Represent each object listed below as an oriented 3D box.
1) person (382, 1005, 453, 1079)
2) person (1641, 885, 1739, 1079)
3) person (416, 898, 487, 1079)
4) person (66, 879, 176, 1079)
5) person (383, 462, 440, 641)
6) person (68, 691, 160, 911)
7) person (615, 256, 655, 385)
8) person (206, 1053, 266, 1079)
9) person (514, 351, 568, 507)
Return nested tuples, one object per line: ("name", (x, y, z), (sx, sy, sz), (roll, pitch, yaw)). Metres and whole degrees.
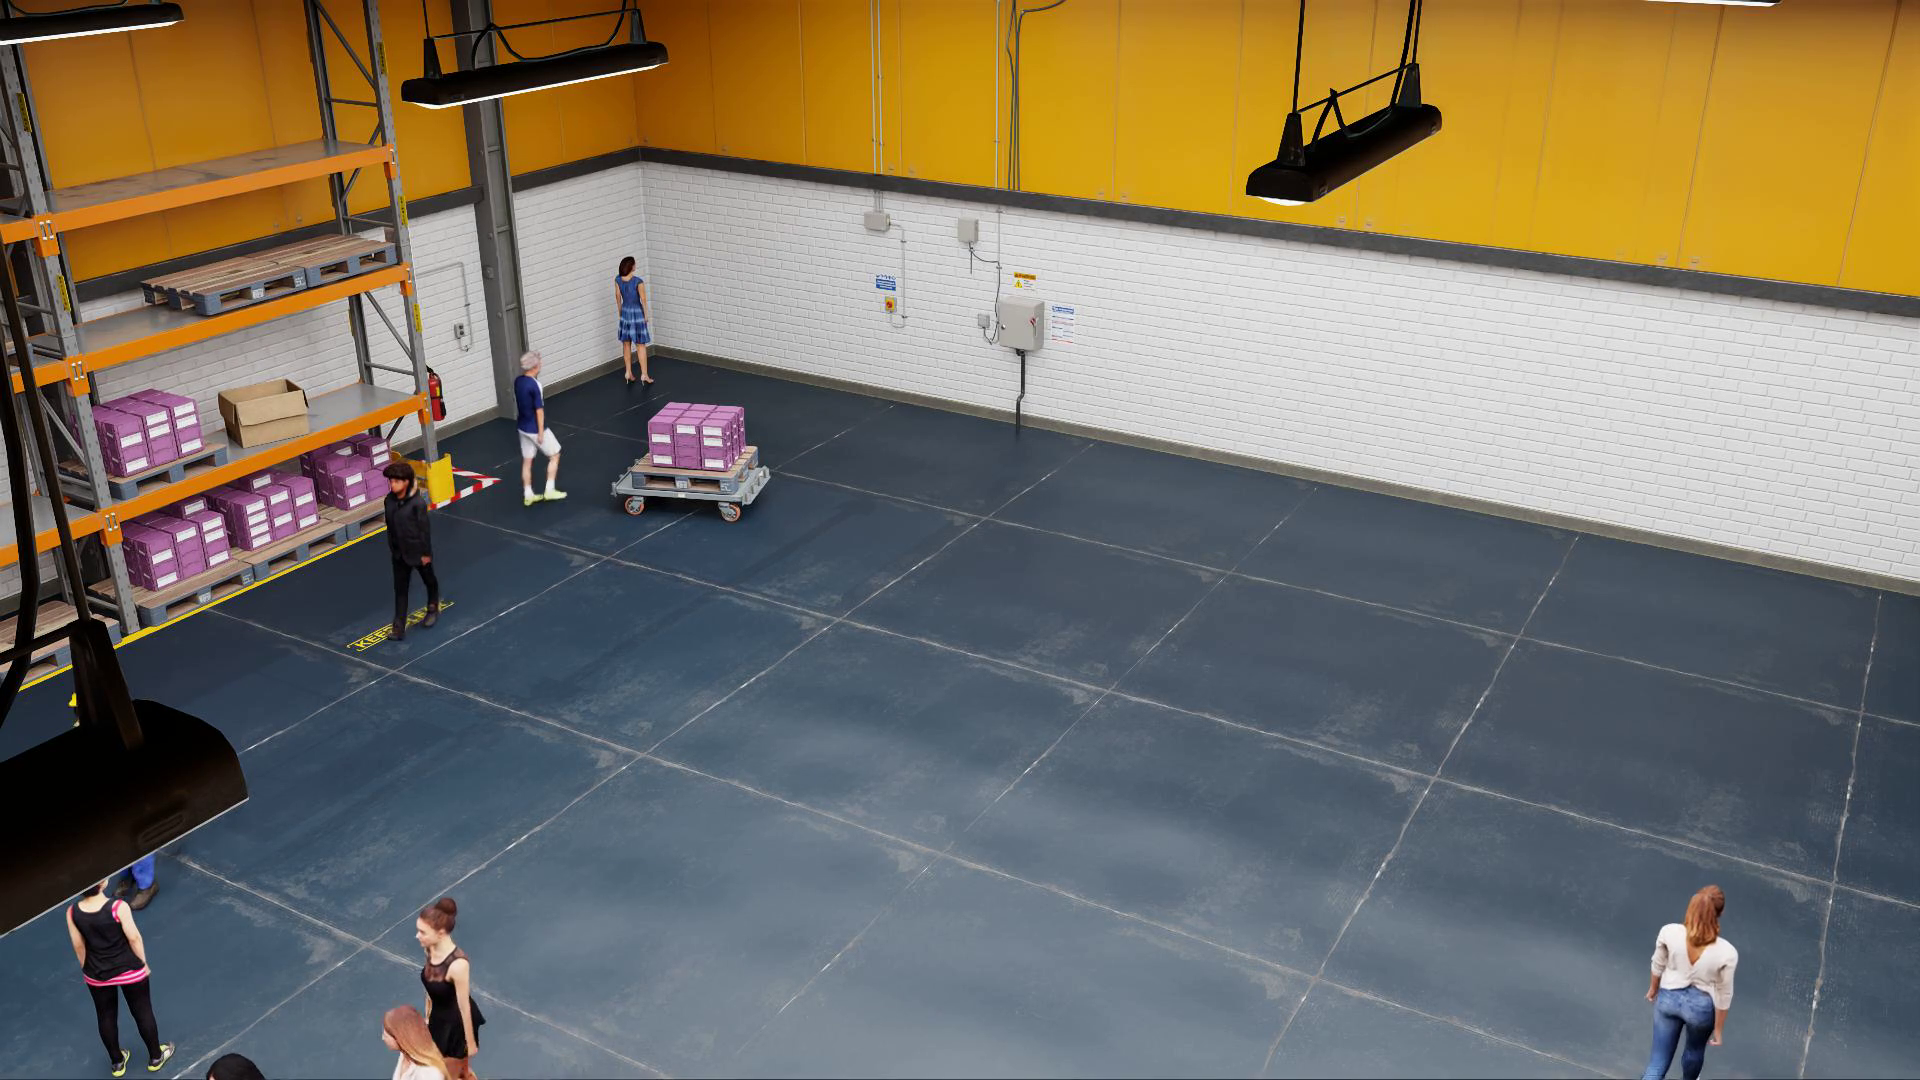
("person", (-2.760, 3.199, 8.962), (0.728, 1.672, 0.699), (-16, 28, -32))
("person", (4.233, 2.835, 9.792), (0.697, 1.674, 1.161), (16, 28, 32))
("person", (-2.910, 2.822, 9.827), (0.732, 1.670, 0.697), (-19, 30, -37))
("person", (-5.276, 2.653, 10.361), (0.622, 1.551, 0.665), (-3, 24, -7))
("person", (-5.253, 0.067, 16.051), (0.888, 1.733, 1.158), (3, 24, 8))
("person", (-6.039, 1.806, 11.986), (0.763, 1.801, 0.776), (4, 24, 9))
("person", (-4.536, -3.051, 23.094), (0.693, 1.805, 0.611), (9, 25, 20))
("person", (-3.574, 3.326, 8.625), (0.871, 1.710, 1.141), (6, 24, 13))
("person", (-4.932, -1.242, 18.941), (0.670, 1.817, 0.718), (16, 28, 33))
